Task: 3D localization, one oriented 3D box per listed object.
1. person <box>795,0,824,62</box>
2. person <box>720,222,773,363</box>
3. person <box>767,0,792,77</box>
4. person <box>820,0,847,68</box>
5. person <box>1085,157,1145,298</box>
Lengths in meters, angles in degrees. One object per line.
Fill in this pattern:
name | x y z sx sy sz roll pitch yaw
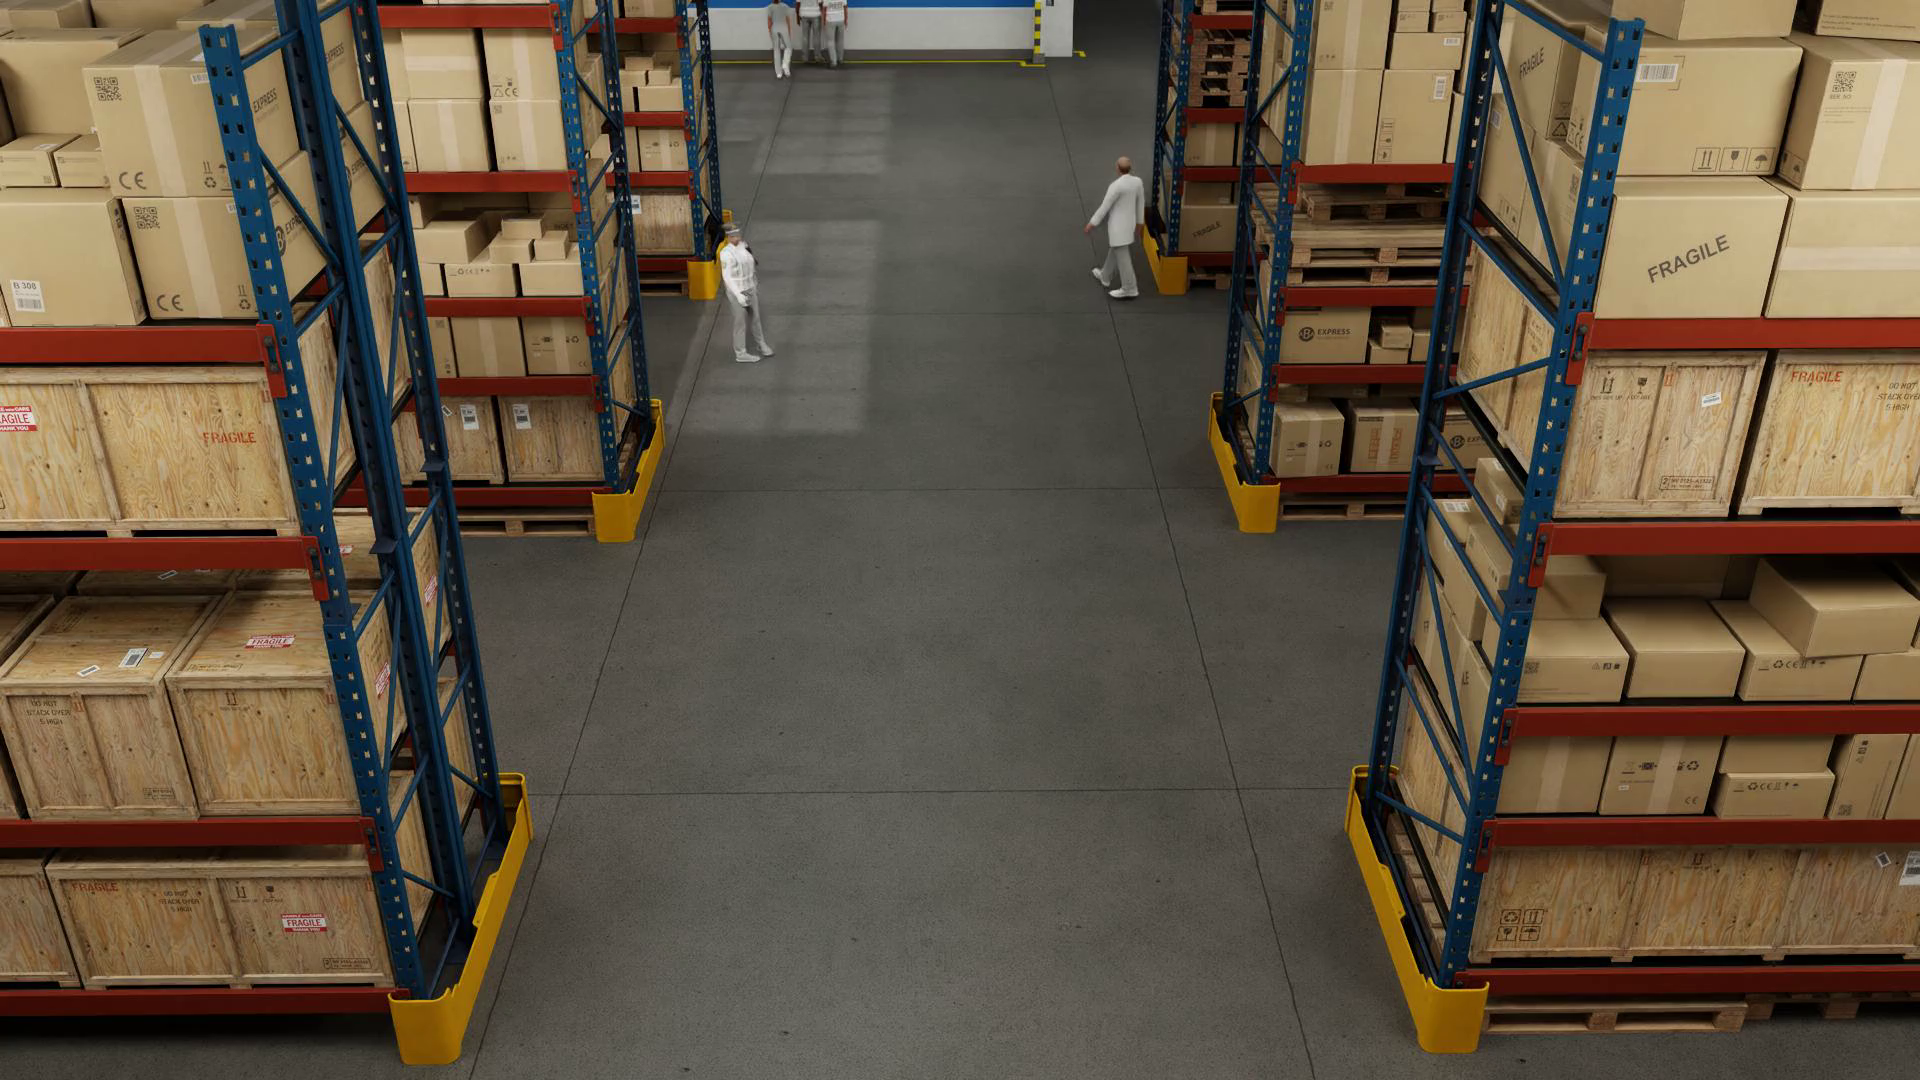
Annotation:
person | -3.009 -10.547 33.489 0.585 1.771 0.402 5 29 9
person | -2.502 -2.899 19.400 0.448 1.677 0.564 14 31 24
person | -3.502 -9.829 32.256 0.455 1.674 0.492 0 28 -1
person | -2.533 -10.372 33.243 0.571 1.796 0.679 -16 32 -27
person | 1.989 -4.055 21.401 0.908 1.758 0.711 23 36 36
